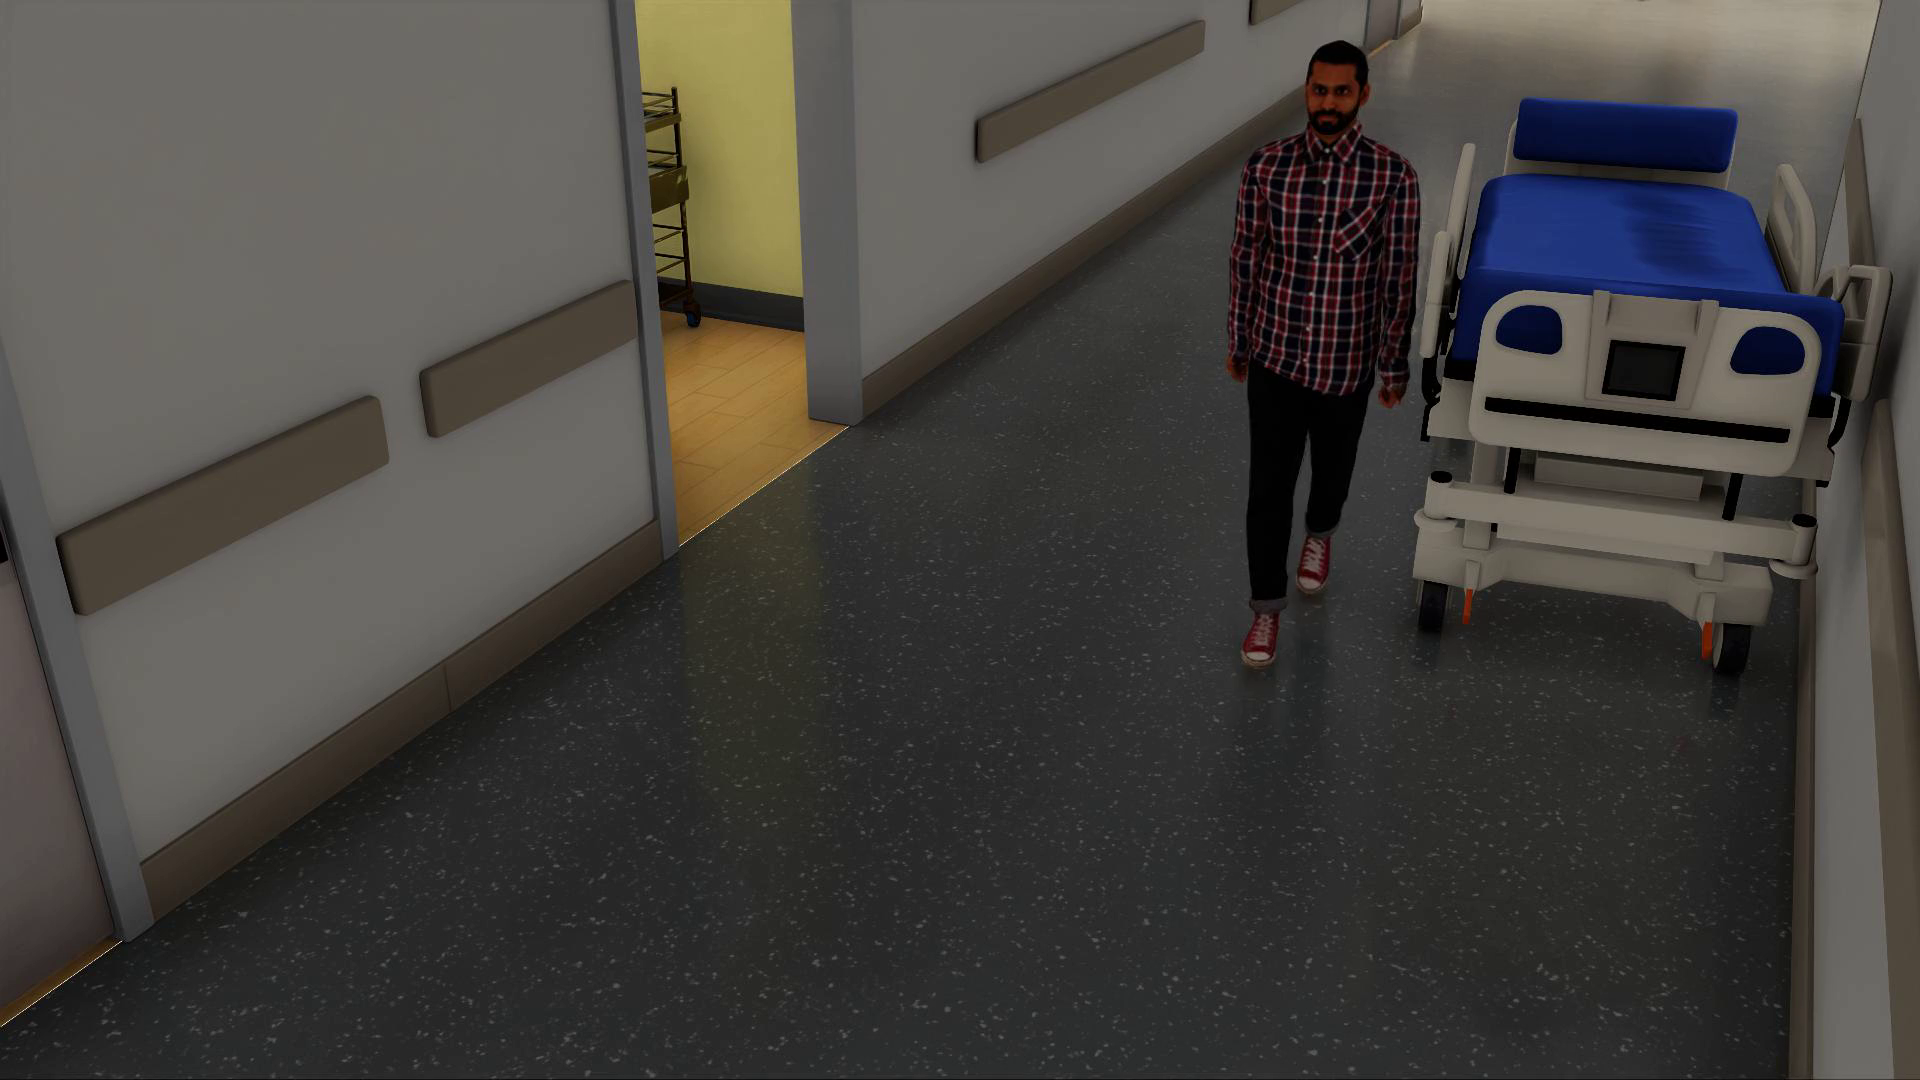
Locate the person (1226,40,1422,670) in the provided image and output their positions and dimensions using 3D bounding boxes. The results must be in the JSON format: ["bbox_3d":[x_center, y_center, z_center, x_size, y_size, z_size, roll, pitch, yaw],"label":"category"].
[{"bbox_3d":[1.064,-0.567,4.915,1.064,1.733,0.872,7,27,15],"label":"person"}]
